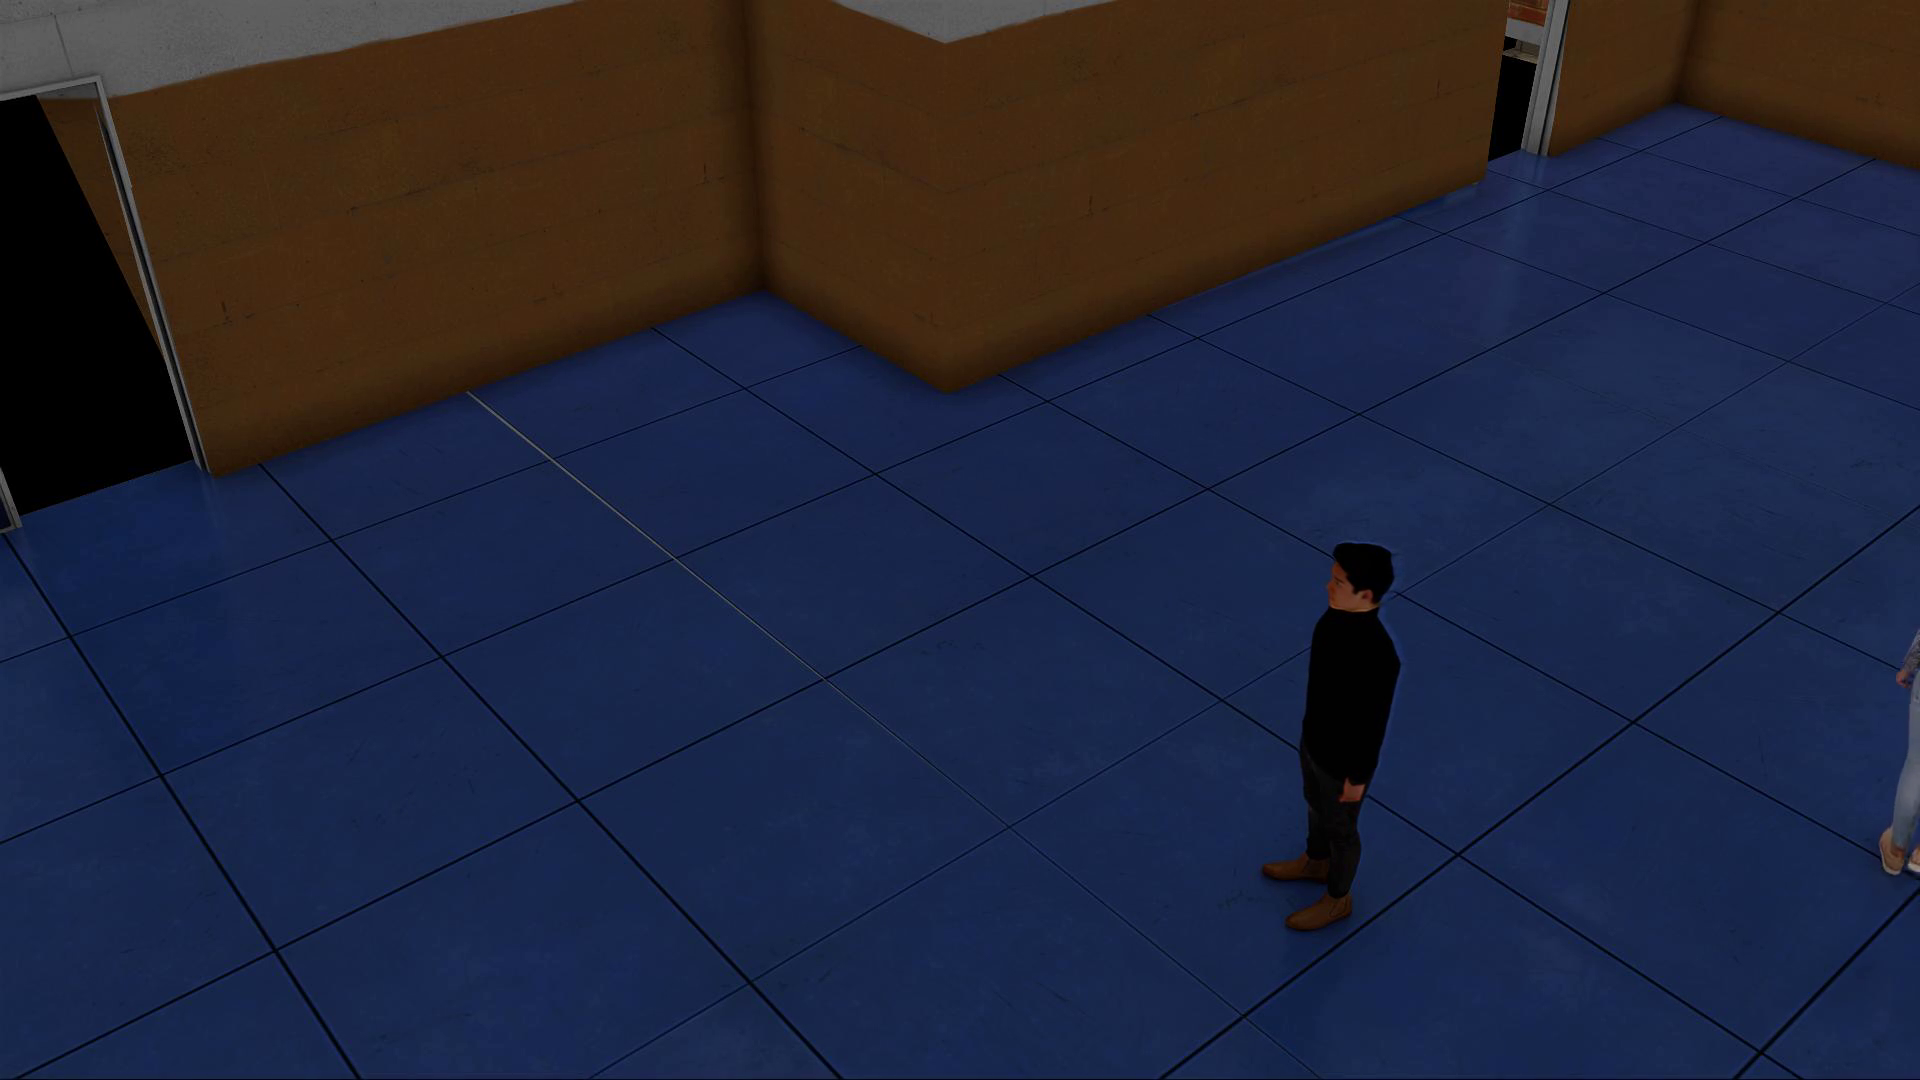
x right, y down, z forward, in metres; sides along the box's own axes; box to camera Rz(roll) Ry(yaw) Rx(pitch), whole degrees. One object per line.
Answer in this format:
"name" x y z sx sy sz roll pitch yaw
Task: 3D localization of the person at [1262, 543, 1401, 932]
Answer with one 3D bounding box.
"person" 1.429 0.743 6.262 0.782 1.722 0.653 -5 34 -7
